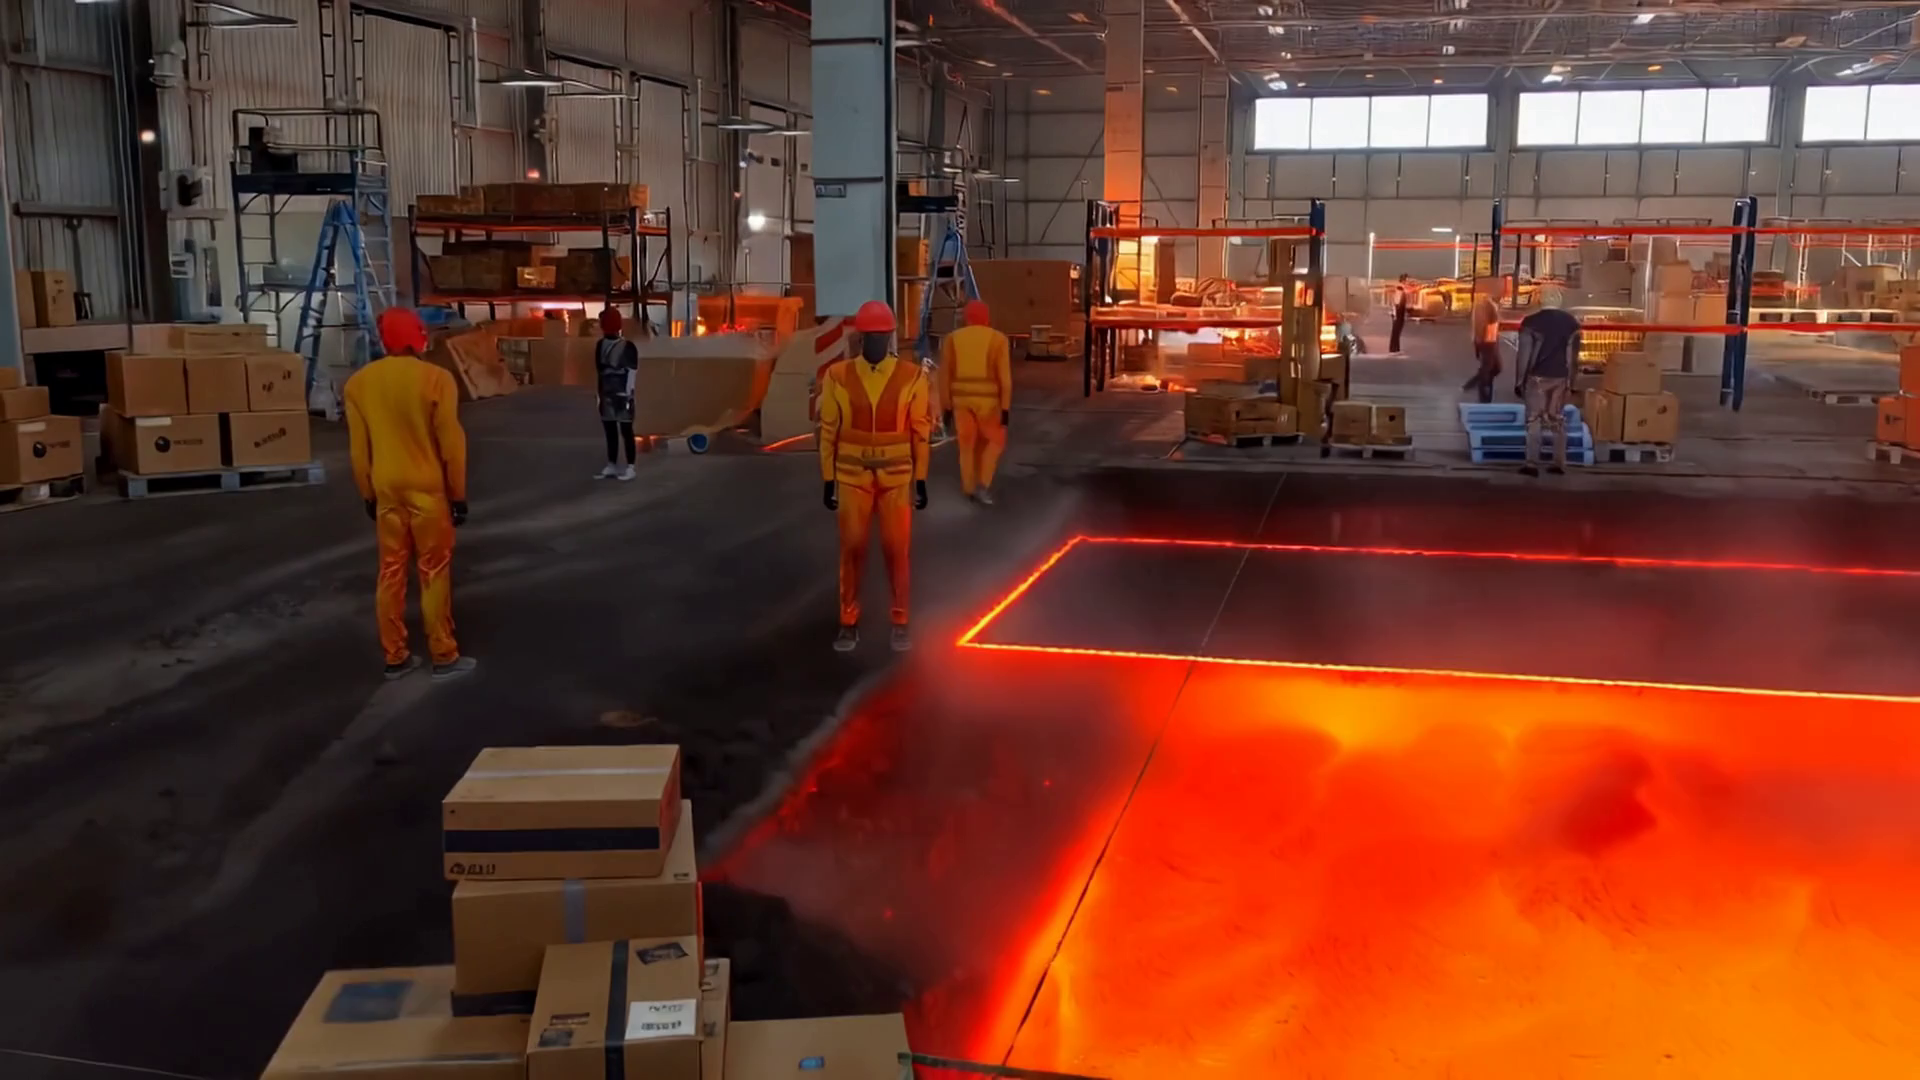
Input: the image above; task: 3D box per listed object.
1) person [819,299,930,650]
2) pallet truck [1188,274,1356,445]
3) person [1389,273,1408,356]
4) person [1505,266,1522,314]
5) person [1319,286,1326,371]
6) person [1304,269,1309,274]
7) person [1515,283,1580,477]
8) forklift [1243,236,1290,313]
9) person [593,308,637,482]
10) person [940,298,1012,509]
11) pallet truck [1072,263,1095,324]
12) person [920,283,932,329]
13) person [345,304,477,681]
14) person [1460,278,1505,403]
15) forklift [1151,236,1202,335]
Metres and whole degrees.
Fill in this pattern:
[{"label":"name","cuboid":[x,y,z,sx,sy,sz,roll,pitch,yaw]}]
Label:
[{"label":"person","cuboid":[-0.475,-0.353,9.224,0.615,1.946,0.391,0,10,-2]},{"label":"pallet truck","cuboid":[3.653,-2.138,19.590,1.885,1.965,0.823,-4,10,-20]},{"label":"person","cuboid":[9.743,-4.990,36.881,0.360,1.838,0.500,6,11,32]},{"label":"person","cuboid":[17.131,-7.478,51.281,0.725,1.908,0.572,0,10,-2]},{"label":"person","cuboid":[6.835,-4.106,31.956,0.485,1.738,0.322,-4,10,-23]},{"label":"person","cuboid":[9.457,-6.451,45.341,0.599,1.873,0.424,-3,10,-19]},{"label":"person","cuboid":[5.852,-1.590,16.602,0.639,1.927,0.382,-2,10,-11]},{"label":"forklift","cuboid":[9.734,-7.924,51.058,1.873,2.768,1.129,-2,10,-14]},{"label":"person","cuboid":[-3.362,-1.414,16.223,0.533,1.692,0.322,7,12,37]},{"label":"person","cuboid":[0.148,-1.174,14.409,0.656,1.827,0.451,3,10,16]},{"label":"pallet truck","cuboid":[4.325,-8.180,55.162,0.823,1.965,1.885,6,11,31]},{"label":"person","cuboid":[-0.930,-7.355,50.517,0.544,1.929,0.386,-5,11,-25]},{"label":"person","cuboid":[-2.814,-0.234,8.552,0.630,1.940,0.373,2,10,12]},{"label":"person","cuboid":[7.508,-2.807,23.845,0.499,1.887,0.705,6,11,30]},{"label":"forklift","cuboid":[5.866,-7.214,46.878,1.873,2.768,1.129,2,10,14]}]
